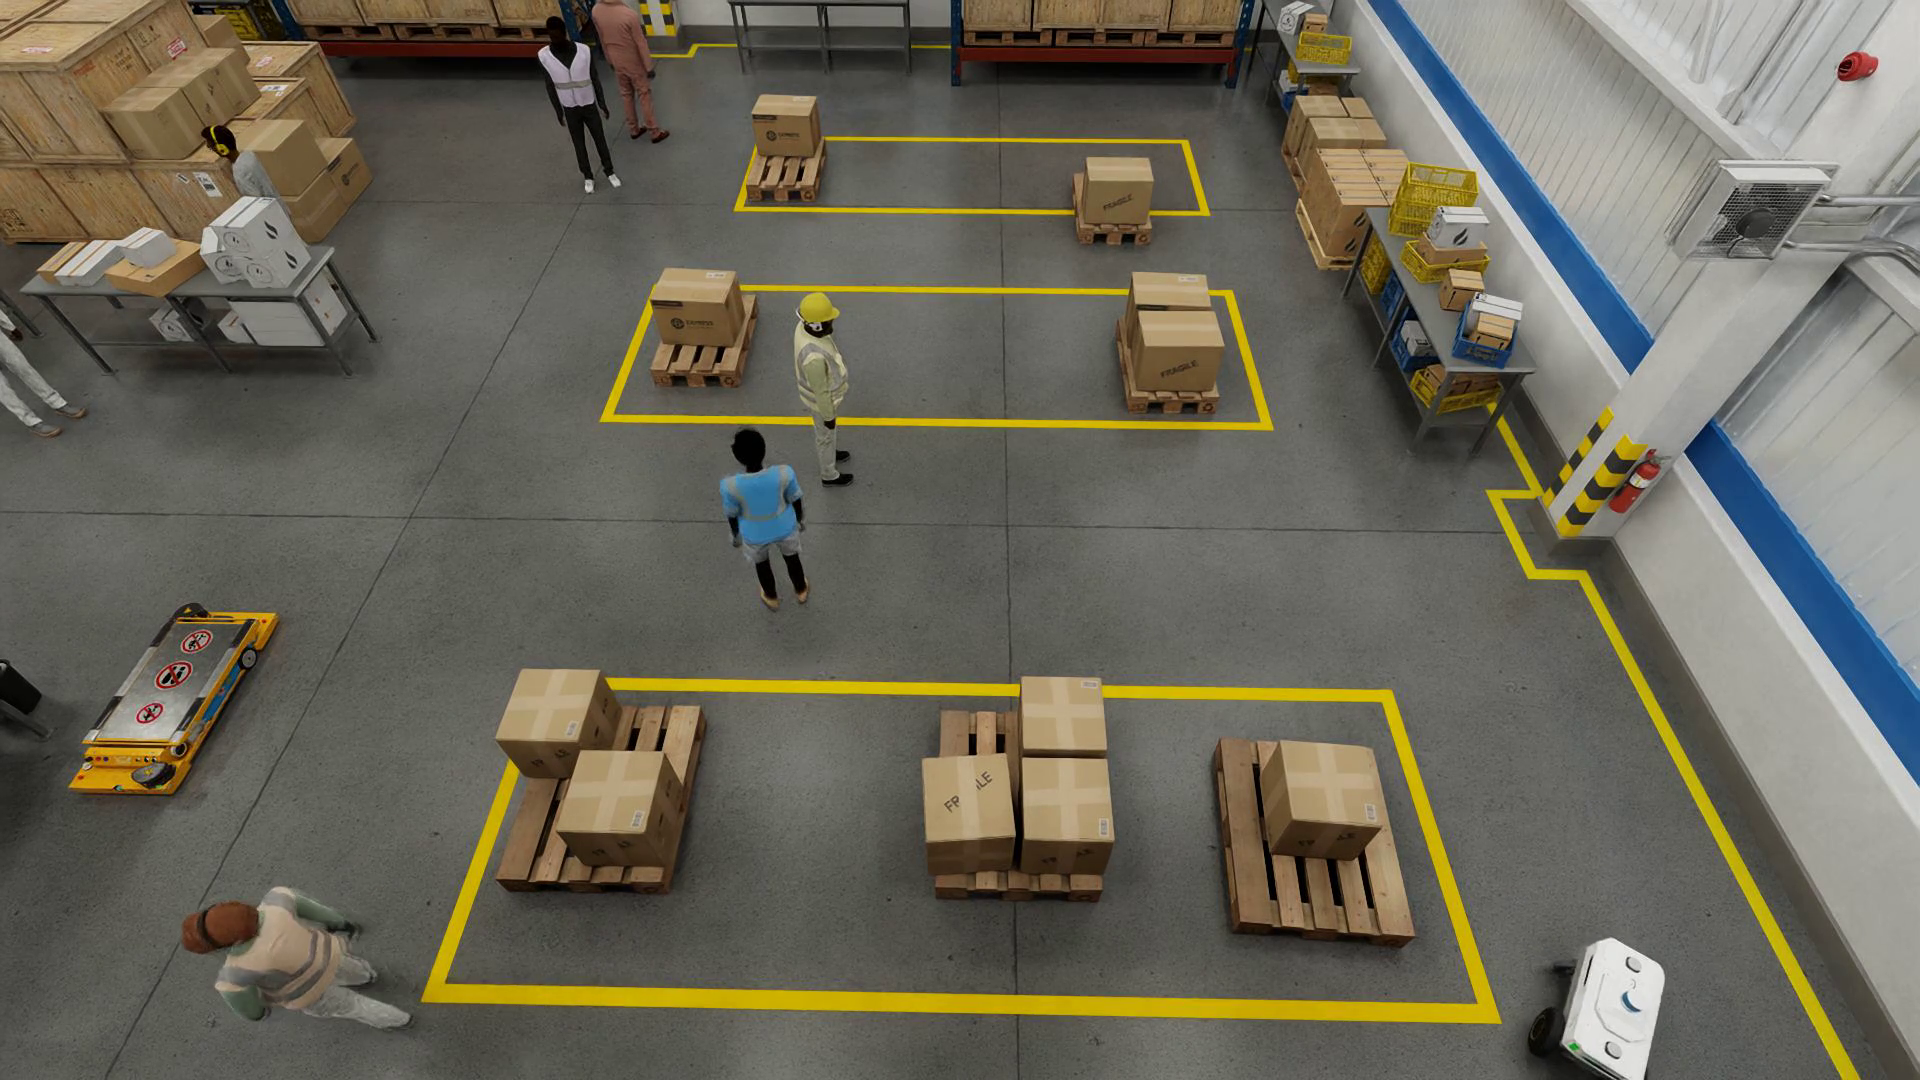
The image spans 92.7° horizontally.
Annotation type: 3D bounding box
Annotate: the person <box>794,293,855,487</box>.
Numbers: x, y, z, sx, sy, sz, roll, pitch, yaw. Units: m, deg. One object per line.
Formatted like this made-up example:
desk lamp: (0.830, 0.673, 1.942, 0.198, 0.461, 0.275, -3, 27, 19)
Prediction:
person: (-1.085, -1.183, 7.341, 0.403, 1.823, 0.596, -8, 50, -7)

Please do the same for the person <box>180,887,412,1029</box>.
person: (-3.402, 2.172, 4.634, 0.652, 1.607, 0.529, 1, 50, 1)

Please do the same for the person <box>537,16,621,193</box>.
person: (-4.348, -4.975, 10.490, 0.589, 1.915, 0.399, -18, 52, -15)

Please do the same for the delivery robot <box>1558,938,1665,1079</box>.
delivery robot: (3.530, 2.544, 4.952, 0.477, 0.478, 0.707, 29, 56, 22)

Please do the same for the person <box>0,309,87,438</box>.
person: (-8.300, -1.703, 7.749, 0.349, 1.878, 0.577, 11, 51, 9)

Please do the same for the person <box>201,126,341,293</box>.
person: (-6.694, -3.125, 8.957, 0.309, 1.864, 0.535, -14, 51, -12)

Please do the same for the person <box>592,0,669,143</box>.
person: (-4.053, -5.889, 11.276, 0.652, 1.902, 0.399, 18, 52, 14)

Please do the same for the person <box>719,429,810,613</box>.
person: (-1.361, -0.099, 6.506, 0.542, 1.697, 0.319, -17, 52, -14)

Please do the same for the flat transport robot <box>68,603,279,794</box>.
flat transport robot: (-5.504, 1.072, 6.442, 0.652, 0.197, 1.431, 1, 50, 1)
